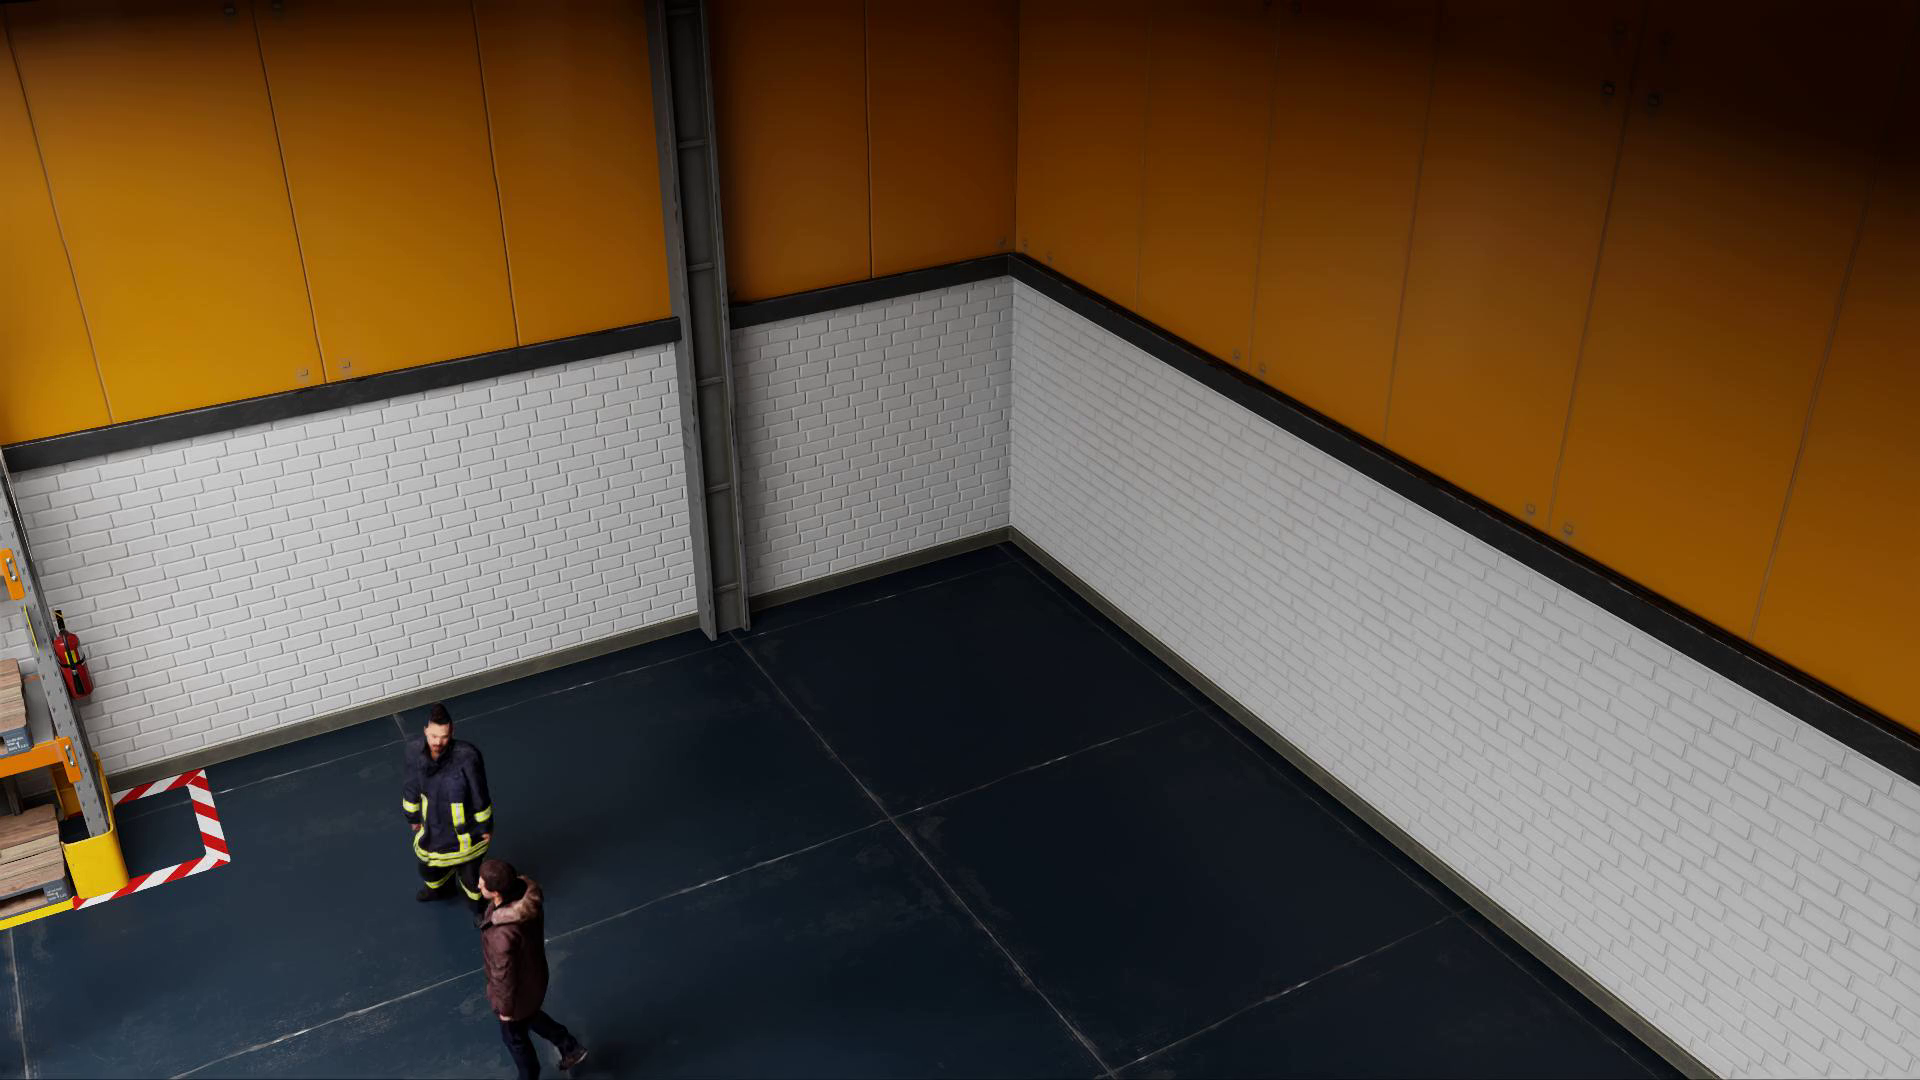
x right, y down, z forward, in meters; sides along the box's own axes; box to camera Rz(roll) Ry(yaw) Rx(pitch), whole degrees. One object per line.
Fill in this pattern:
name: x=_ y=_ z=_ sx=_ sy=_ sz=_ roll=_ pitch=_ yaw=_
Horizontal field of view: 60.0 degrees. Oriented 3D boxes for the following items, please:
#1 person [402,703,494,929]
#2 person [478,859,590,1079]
person: x=-3.529 y=1.891 z=11.490 sx=0.994 sy=1.835 sz=1.080 roll=10 pitch=30 yaw=18
person: x=-2.596 y=2.665 z=10.070 sx=1.016 sy=1.837 sz=0.954 roll=0 pitch=29 yaw=0
